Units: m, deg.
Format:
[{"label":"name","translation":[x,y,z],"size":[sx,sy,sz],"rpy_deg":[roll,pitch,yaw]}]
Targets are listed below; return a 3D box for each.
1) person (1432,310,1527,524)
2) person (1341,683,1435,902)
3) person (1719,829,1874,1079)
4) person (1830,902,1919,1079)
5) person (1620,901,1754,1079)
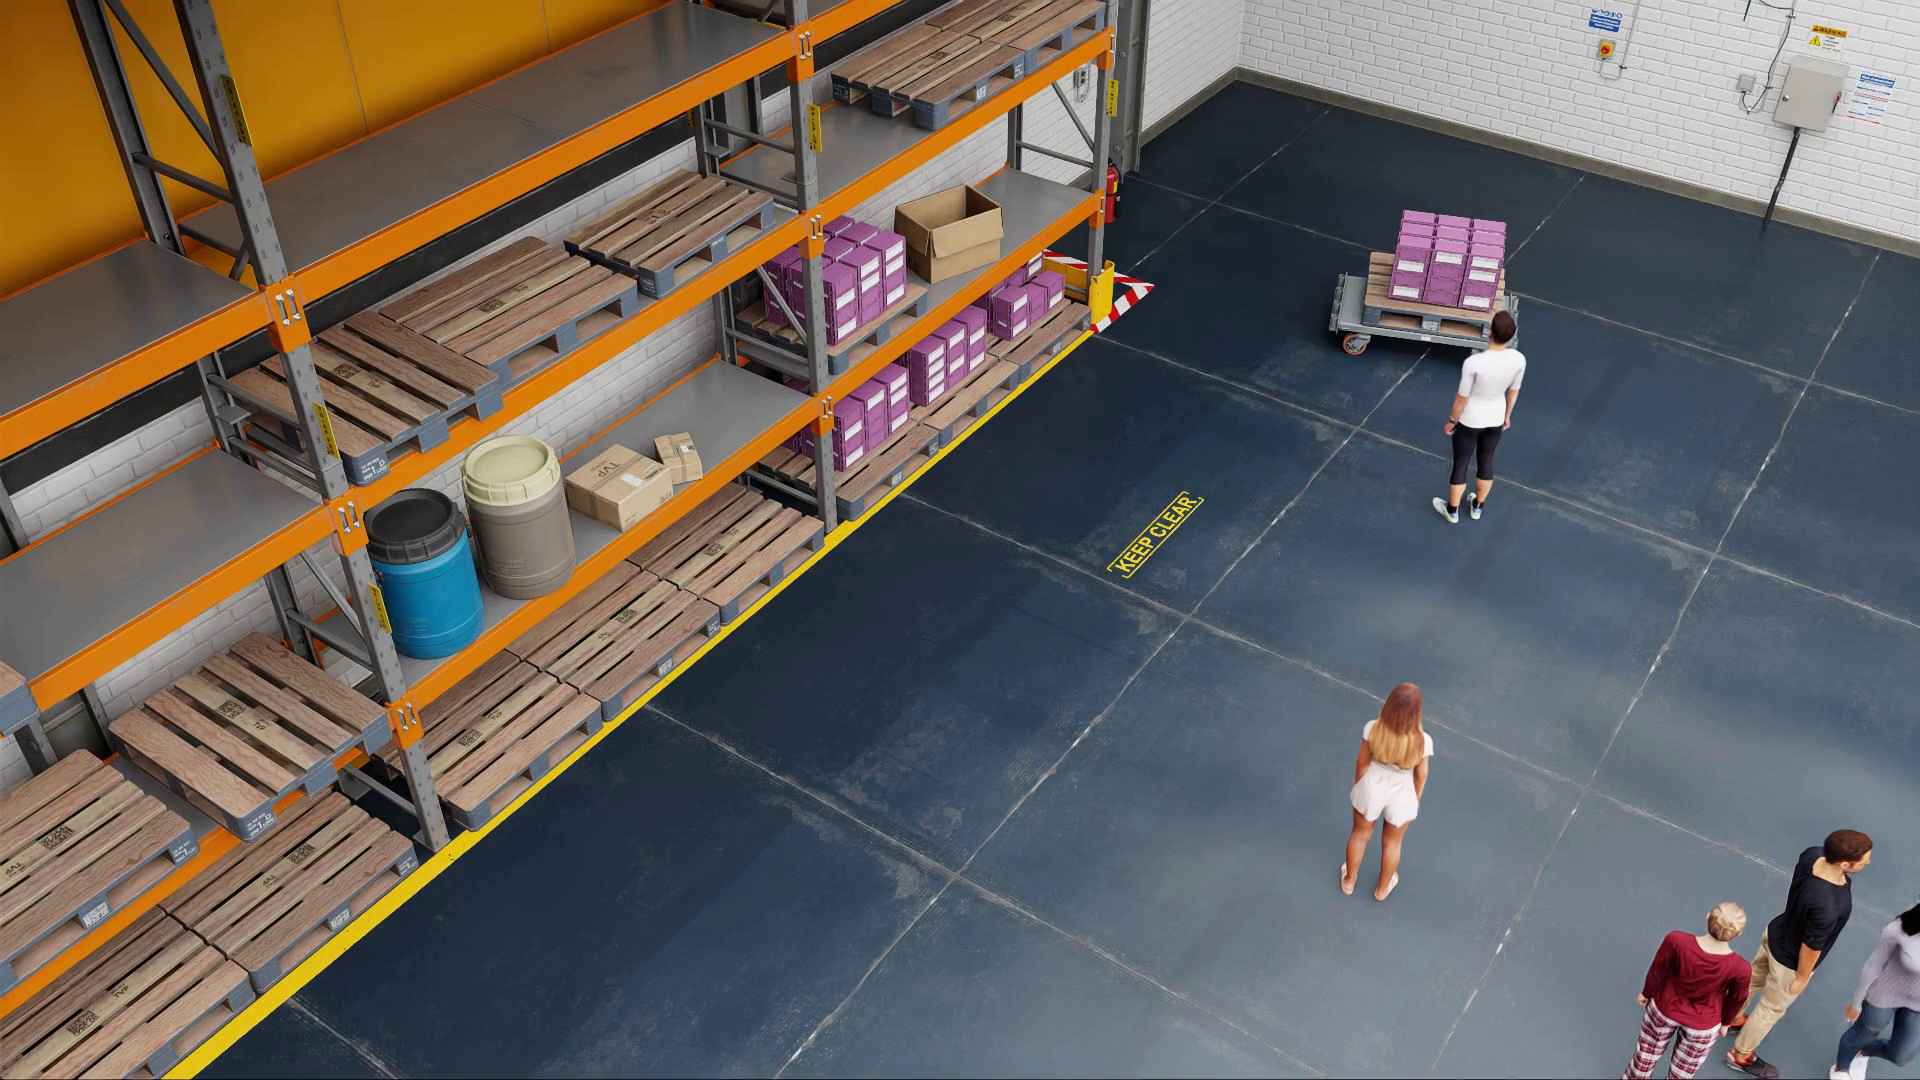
[{"label":"person","translation":[4.009,-0.934,12.775],"size":[0.747,1.851,0.801],"rpy_deg":[-5,39,-6]},{"label":"person","translation":[2.519,1.499,9.852],"size":[0.617,1.697,0.623],"rpy_deg":[14,41,17]},{"label":"person","translation":[4.438,2.171,8.884],"size":[0.749,1.855,0.603],"rpy_deg":[8,39,10]},{"label":"person","translation":[4.934,2.333,8.786],"size":[0.727,1.723,0.758],"rpy_deg":[8,39,10]},{"label":"person","translation":[3.788,2.444,8.668],"size":[0.628,1.698,0.521],"rpy_deg":[20,43,23]}]
